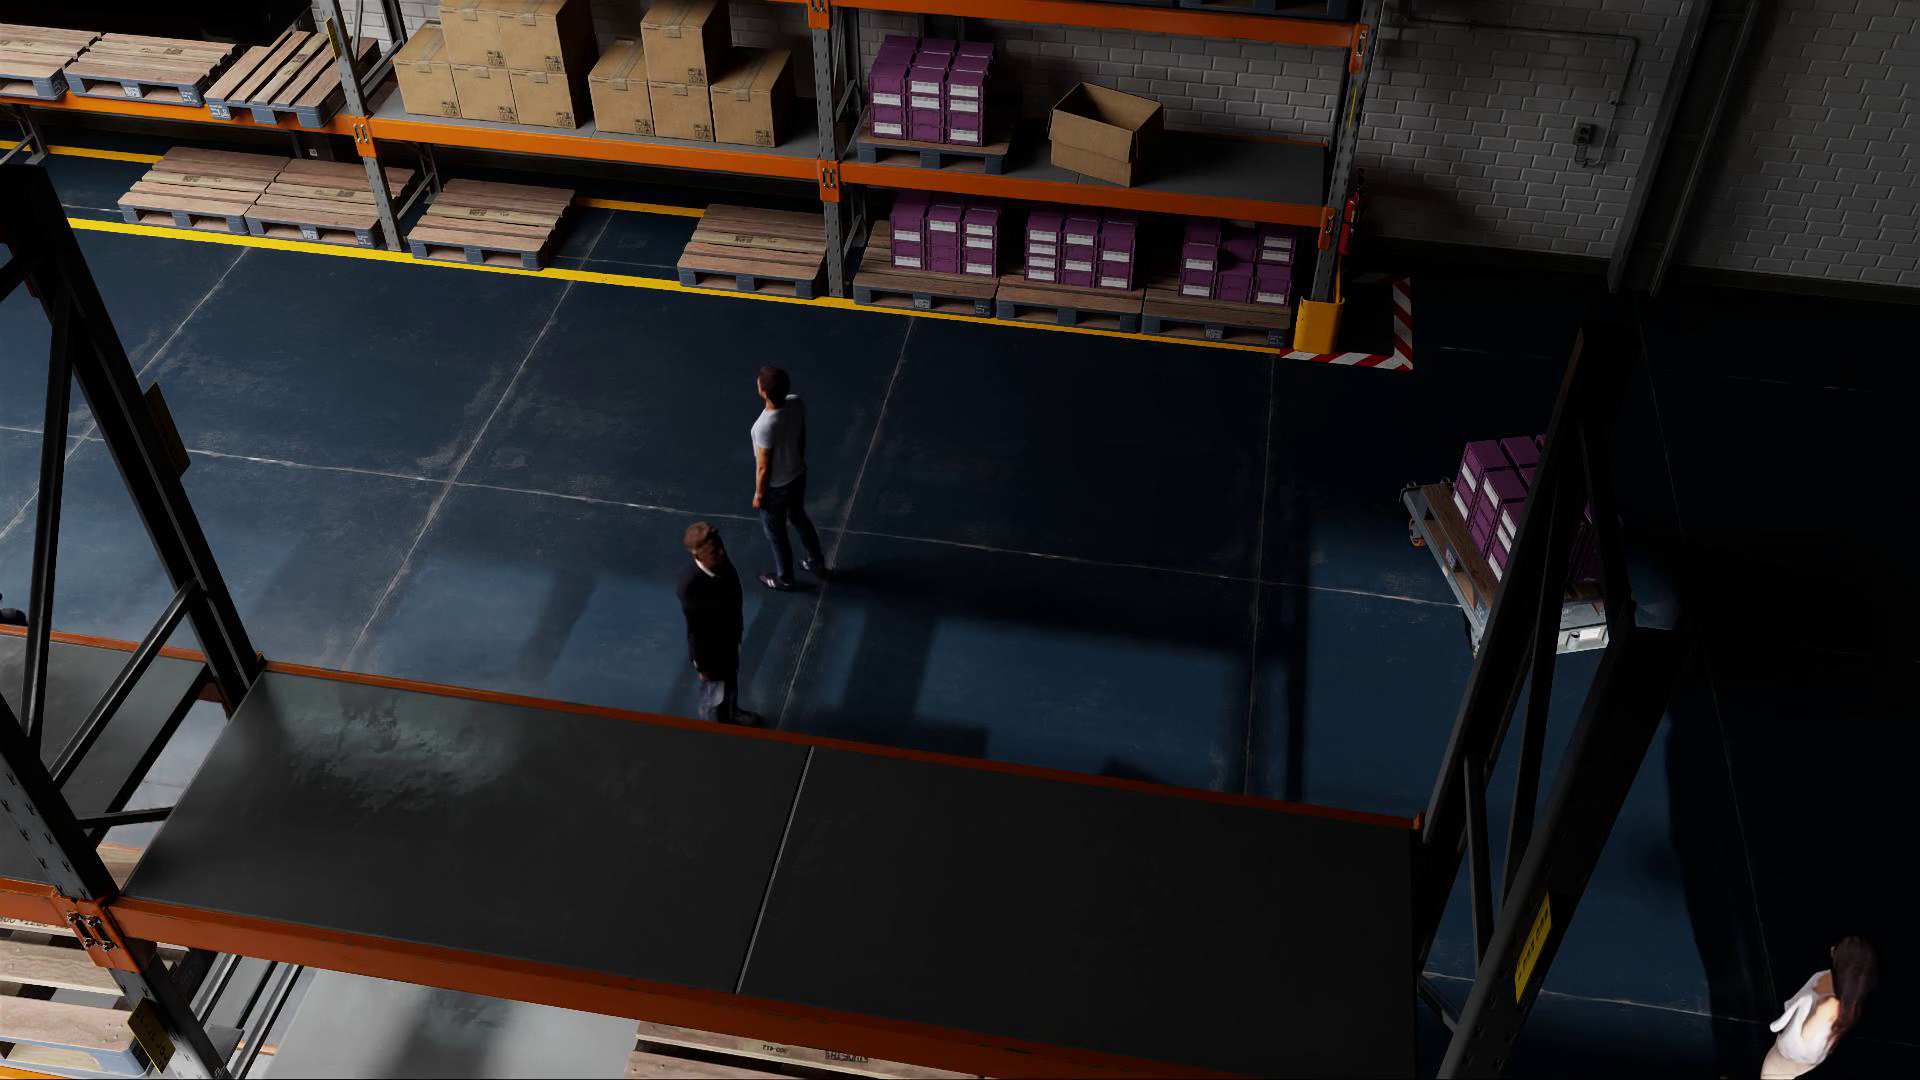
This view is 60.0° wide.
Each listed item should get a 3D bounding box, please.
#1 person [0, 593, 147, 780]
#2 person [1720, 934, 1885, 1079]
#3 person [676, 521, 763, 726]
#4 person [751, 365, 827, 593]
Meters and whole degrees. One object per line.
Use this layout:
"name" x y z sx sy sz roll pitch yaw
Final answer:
"person" -5.559 0.886 9.793 0.840 1.764 0.690 11 45 11
"person" 4.181 2.464 8.218 0.663 1.652 0.725 10 45 10
"person" -1.483 0.575 10.083 0.631 1.815 0.715 13 45 13
"person" -1.155 -0.397 11.055 0.766 1.880 0.739 22 48 22
